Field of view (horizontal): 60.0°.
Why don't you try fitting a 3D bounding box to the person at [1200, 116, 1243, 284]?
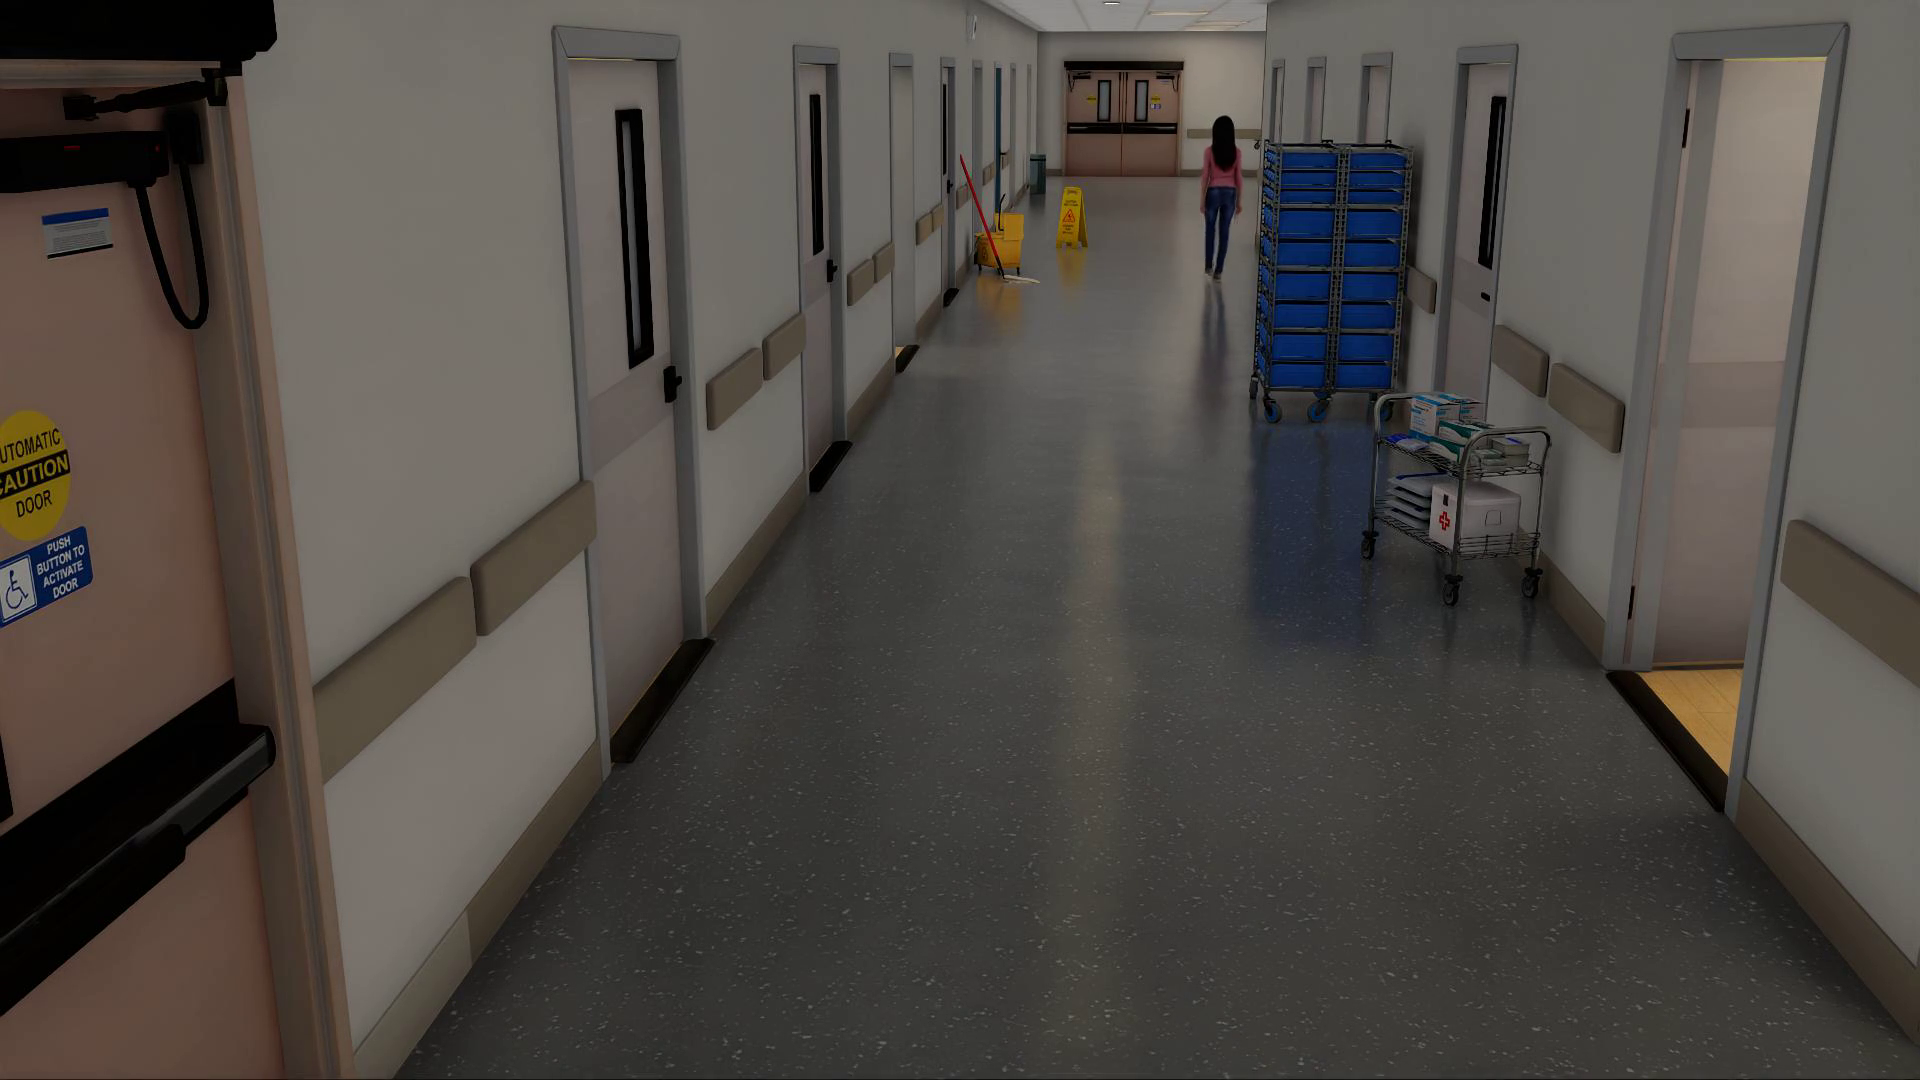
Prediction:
[{"bbox_3d":[2.749,-3.571,17.536,0.617,1.716,0.977,1,16,3],"label":"person"}]
